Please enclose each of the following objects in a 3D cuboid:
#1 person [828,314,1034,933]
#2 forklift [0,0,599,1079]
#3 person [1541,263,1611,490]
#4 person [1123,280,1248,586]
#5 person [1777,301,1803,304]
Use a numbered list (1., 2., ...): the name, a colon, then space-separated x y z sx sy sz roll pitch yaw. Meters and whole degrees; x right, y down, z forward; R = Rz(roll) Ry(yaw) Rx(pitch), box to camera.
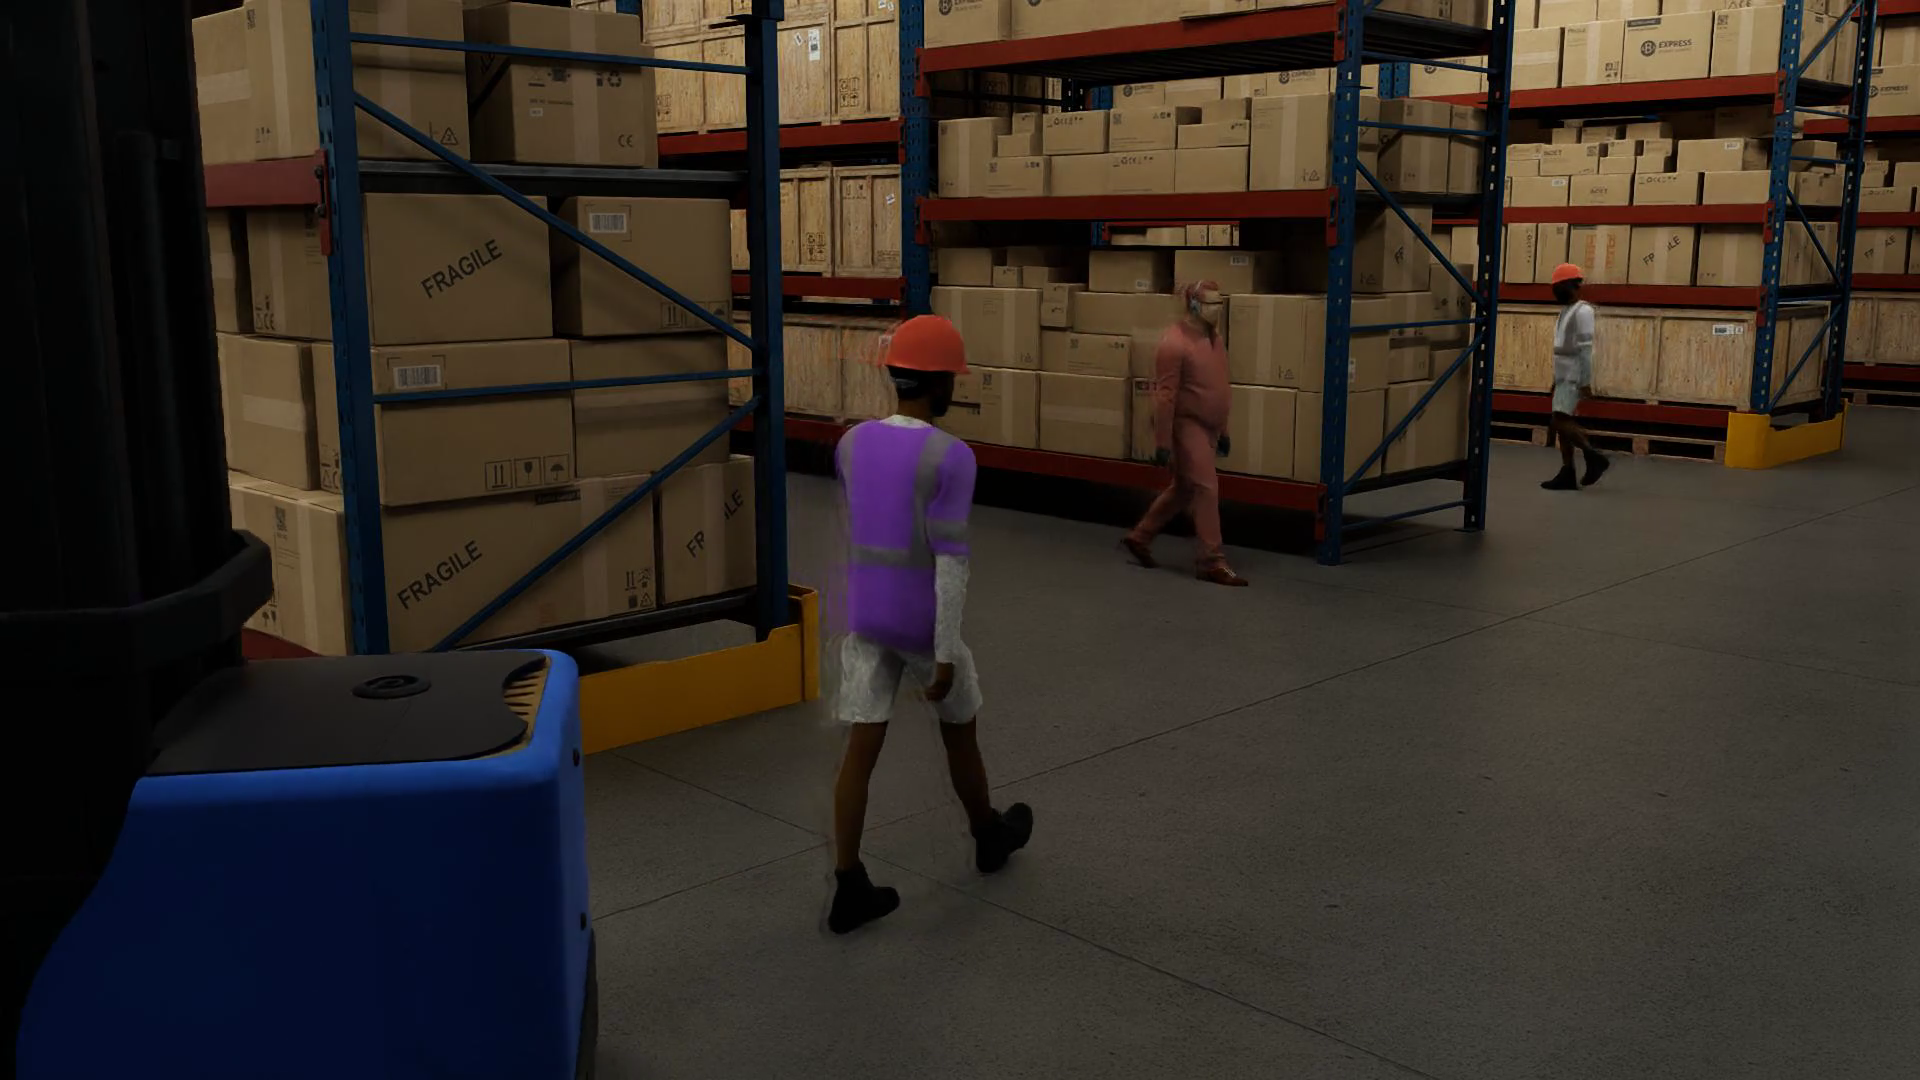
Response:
1. person: -0.114 0.234 5.289 0.550 1.883 0.963 7 12 33
2. forklift: -1.804 0.049 3.585 1.873 2.768 1.129 -2 11 -10
3. person: 5.144 -1.362 13.968 0.460 1.894 0.599 0 10 0
4. person: 1.409 -0.683 10.372 0.924 1.874 0.655 7 13 35
5. person: 9.937 -2.420 20.239 0.564 1.709 0.782 0 10 0
